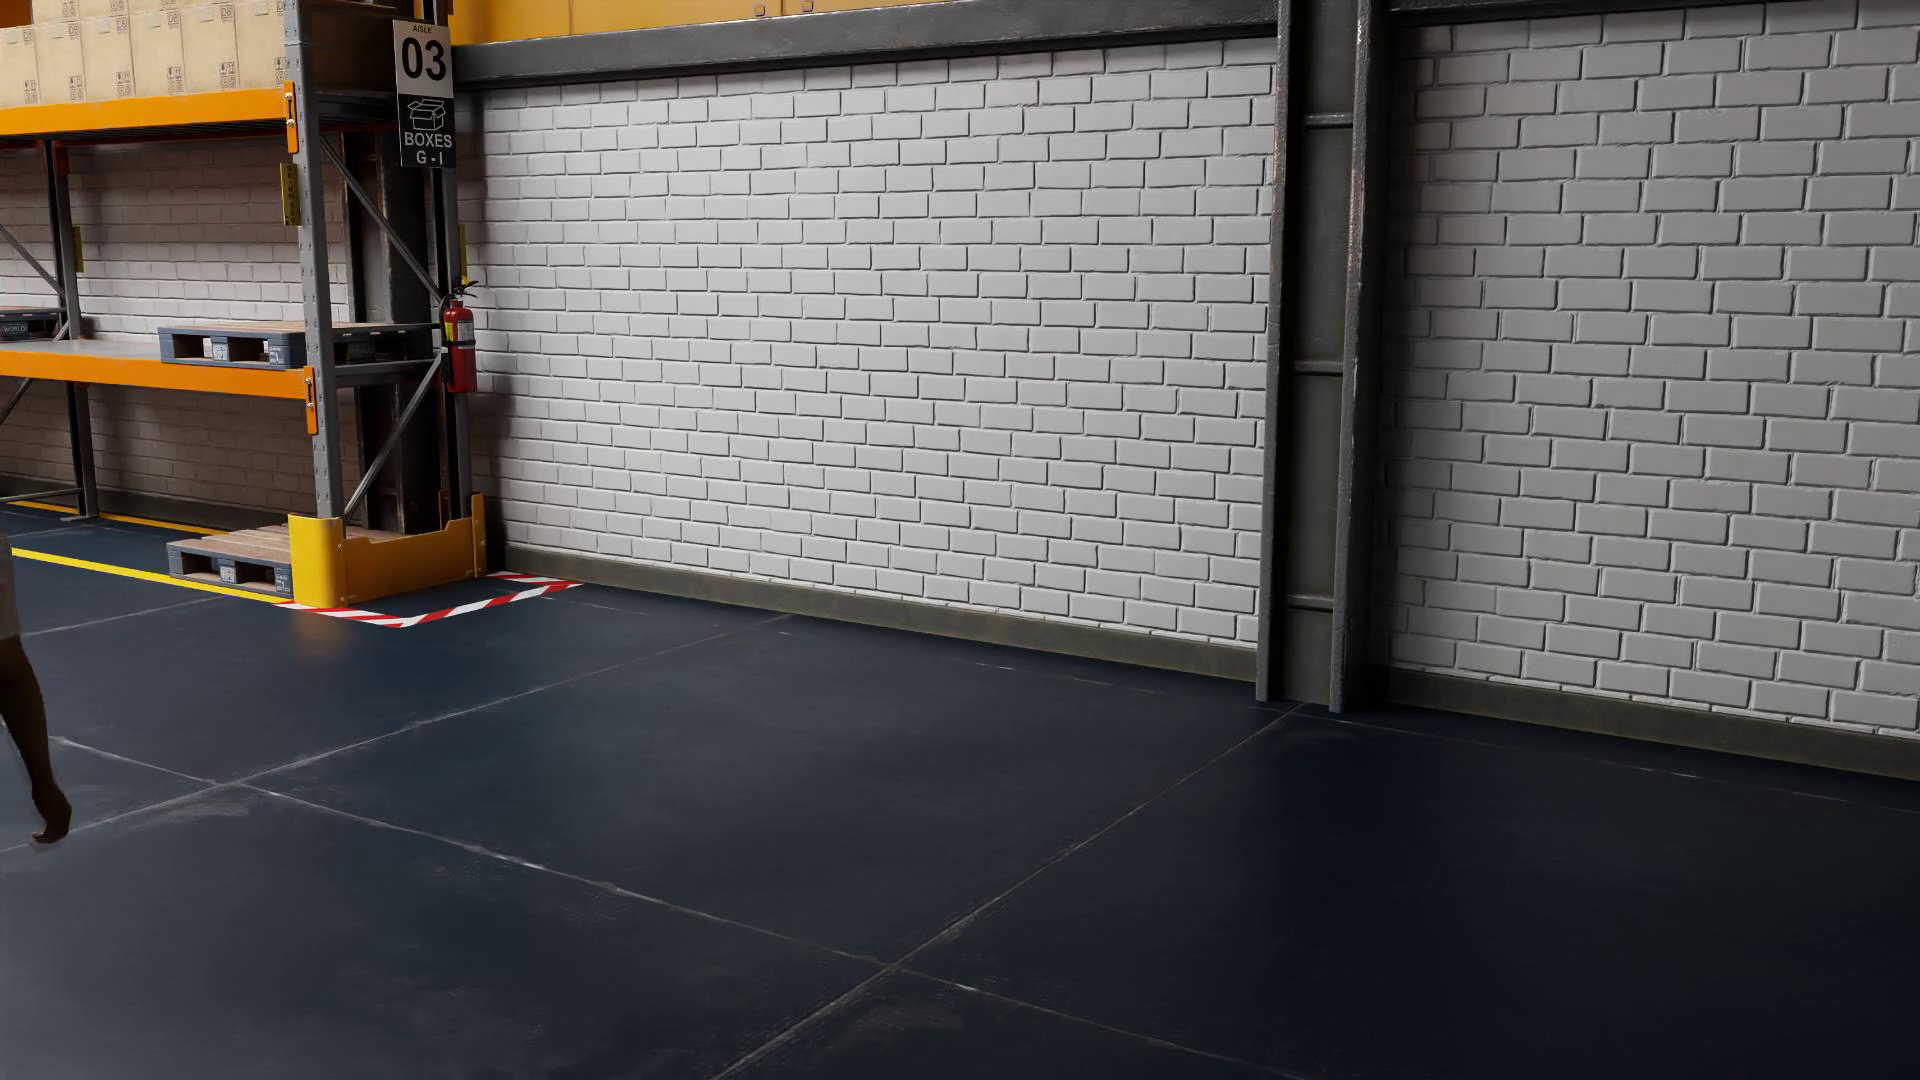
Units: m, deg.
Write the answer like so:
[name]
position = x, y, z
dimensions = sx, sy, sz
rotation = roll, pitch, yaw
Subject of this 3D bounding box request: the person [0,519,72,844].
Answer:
[person]
position = -2.171, 0.534, 3.323
dimensions = 0.576, 1.809, 0.919
rotation = -2, 10, -9
